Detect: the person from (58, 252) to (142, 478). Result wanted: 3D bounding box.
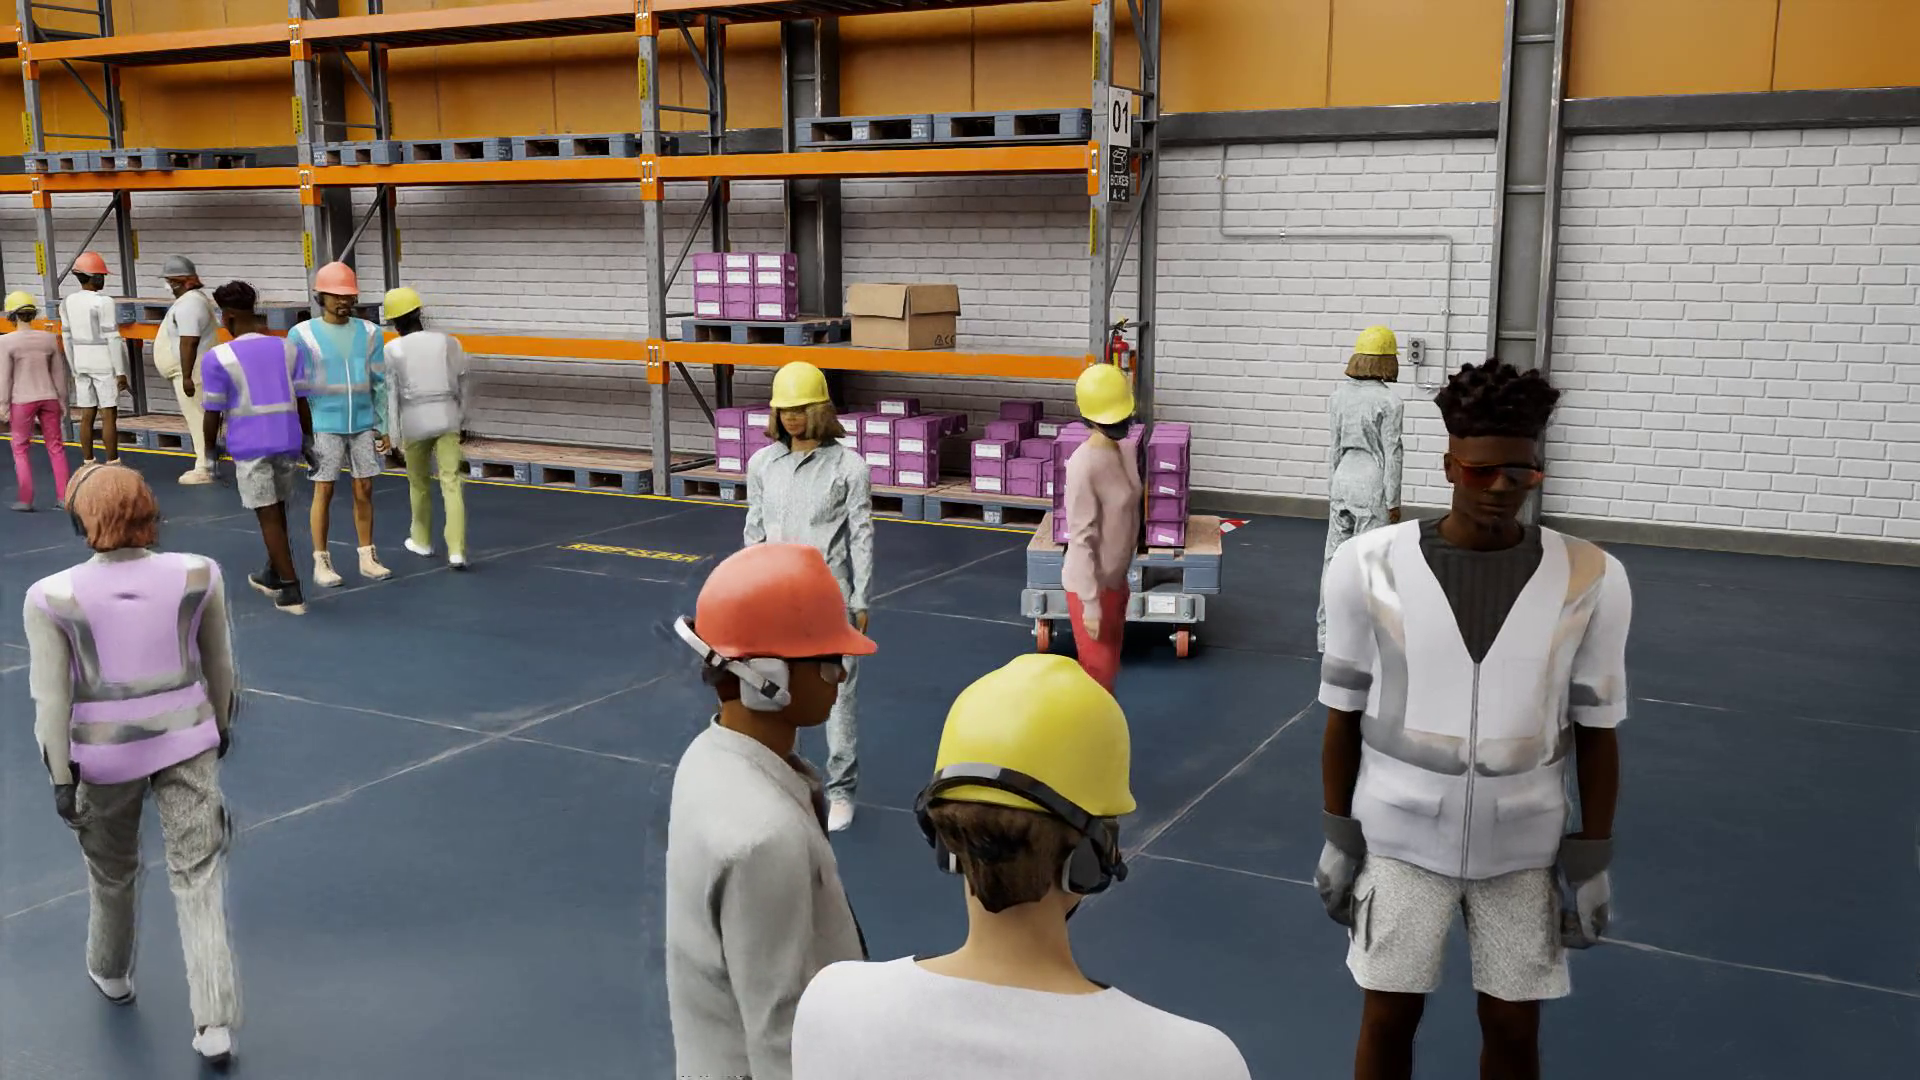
[{"bbox_3d":[-7.724,-1.541,14.913,0.605,2.045,0.383,4,11,20],"label":"person"}]

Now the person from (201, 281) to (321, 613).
[{"bbox_3d":[-4.173,-0.548,9.796,0.917,1.919,0.634,8,13,38],"label":"person"}]

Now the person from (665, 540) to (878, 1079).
[{"bbox_3d":[-0.359,0.855,2.631,0.716,1.732,0.570,-2,10,-9],"label":"person"}]

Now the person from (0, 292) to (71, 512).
[{"bbox_3d":[-7.427,-1.085,13.263,0.527,1.746,0.553,6,12,29],"label":"person"}]

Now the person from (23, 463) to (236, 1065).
[{"bbox_3d":[-2.213,0.584,4.514,0.514,1.593,0.878,-7,12,-34],"label":"person"}]

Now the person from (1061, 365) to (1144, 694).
[{"bbox_3d":[0.574,0.174,6.395,0.326,1.721,0.686,5,11,24],"label":"person"}]

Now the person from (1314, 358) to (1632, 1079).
[{"bbox_3d":[1.032,0.603,3.407,0.608,1.958,0.377,2,11,11],"label":"person"}]

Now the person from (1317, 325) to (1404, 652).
[{"bbox_3d":[2.109,-0.239,8.633,0.342,1.735,0.483,-7,12,-32],"label":"person"}]

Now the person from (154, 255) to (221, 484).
[{"bbox_3d":[-6.885,-1.524,14.826,0.536,2.000,0.683,-2,11,-13],"label":"person"}]

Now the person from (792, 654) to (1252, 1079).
[{"bbox_3d":[0.076,0.992,1.811,0.524,1.760,0.327,4,11,22],"label":"person"}]

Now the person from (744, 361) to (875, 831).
[{"bbox_3d":[-0.564,0.213,6.120,0.492,1.742,0.319,3,11,15],"label":"person"}]

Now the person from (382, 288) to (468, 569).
[{"bbox_3d":[-3.550,-0.744,11.076,0.617,1.854,1.013,-6,12,-29],"label":"person"}]

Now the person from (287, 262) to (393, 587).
[{"bbox_3d":[-3.870,-0.719,10.454,0.604,2.034,0.417,-9,14,-42],"label":"person"}]
